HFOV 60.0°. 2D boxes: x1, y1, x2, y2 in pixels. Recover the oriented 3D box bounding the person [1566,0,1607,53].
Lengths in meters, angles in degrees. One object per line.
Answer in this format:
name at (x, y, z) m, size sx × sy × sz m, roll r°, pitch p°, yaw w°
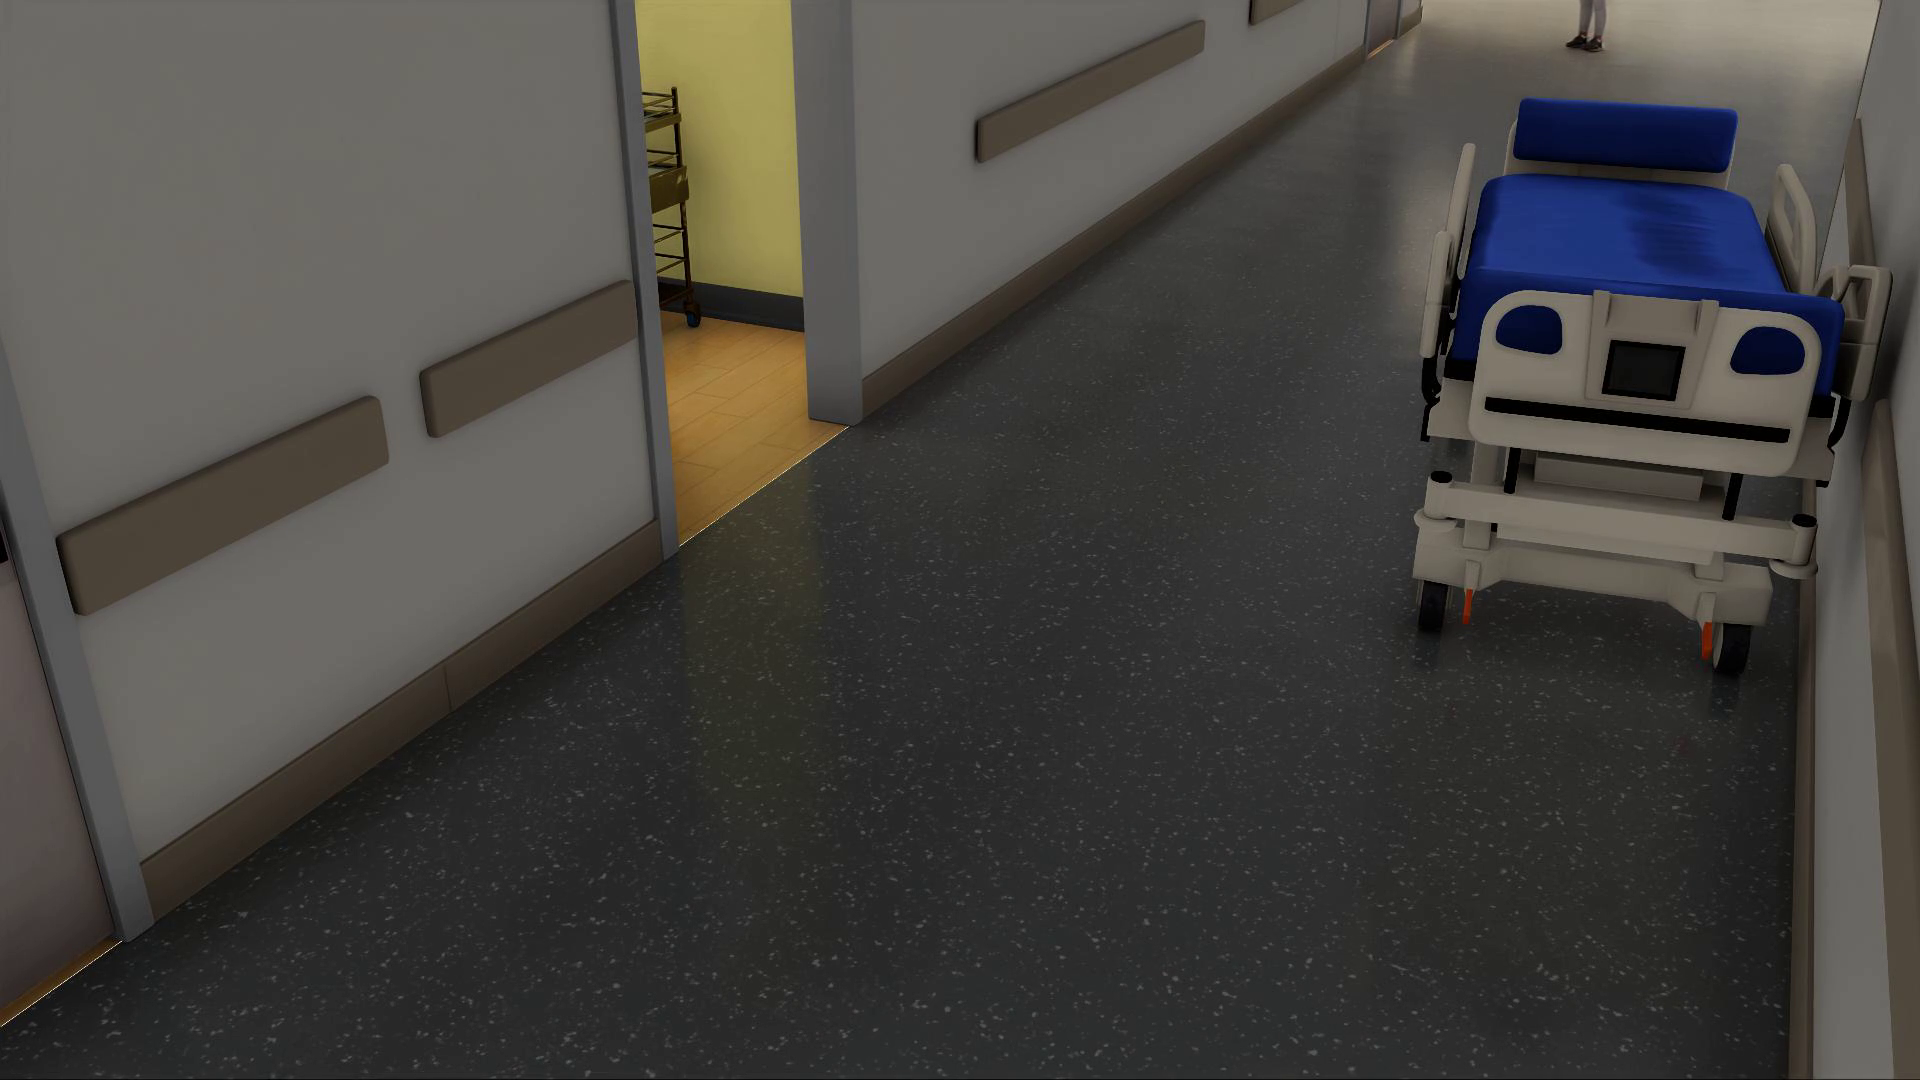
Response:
person at (5.546, -5.033, 14.445) m, size 0.735 × 1.500 × 0.671 m, roll -10°, pitch 28°, yaw -20°
